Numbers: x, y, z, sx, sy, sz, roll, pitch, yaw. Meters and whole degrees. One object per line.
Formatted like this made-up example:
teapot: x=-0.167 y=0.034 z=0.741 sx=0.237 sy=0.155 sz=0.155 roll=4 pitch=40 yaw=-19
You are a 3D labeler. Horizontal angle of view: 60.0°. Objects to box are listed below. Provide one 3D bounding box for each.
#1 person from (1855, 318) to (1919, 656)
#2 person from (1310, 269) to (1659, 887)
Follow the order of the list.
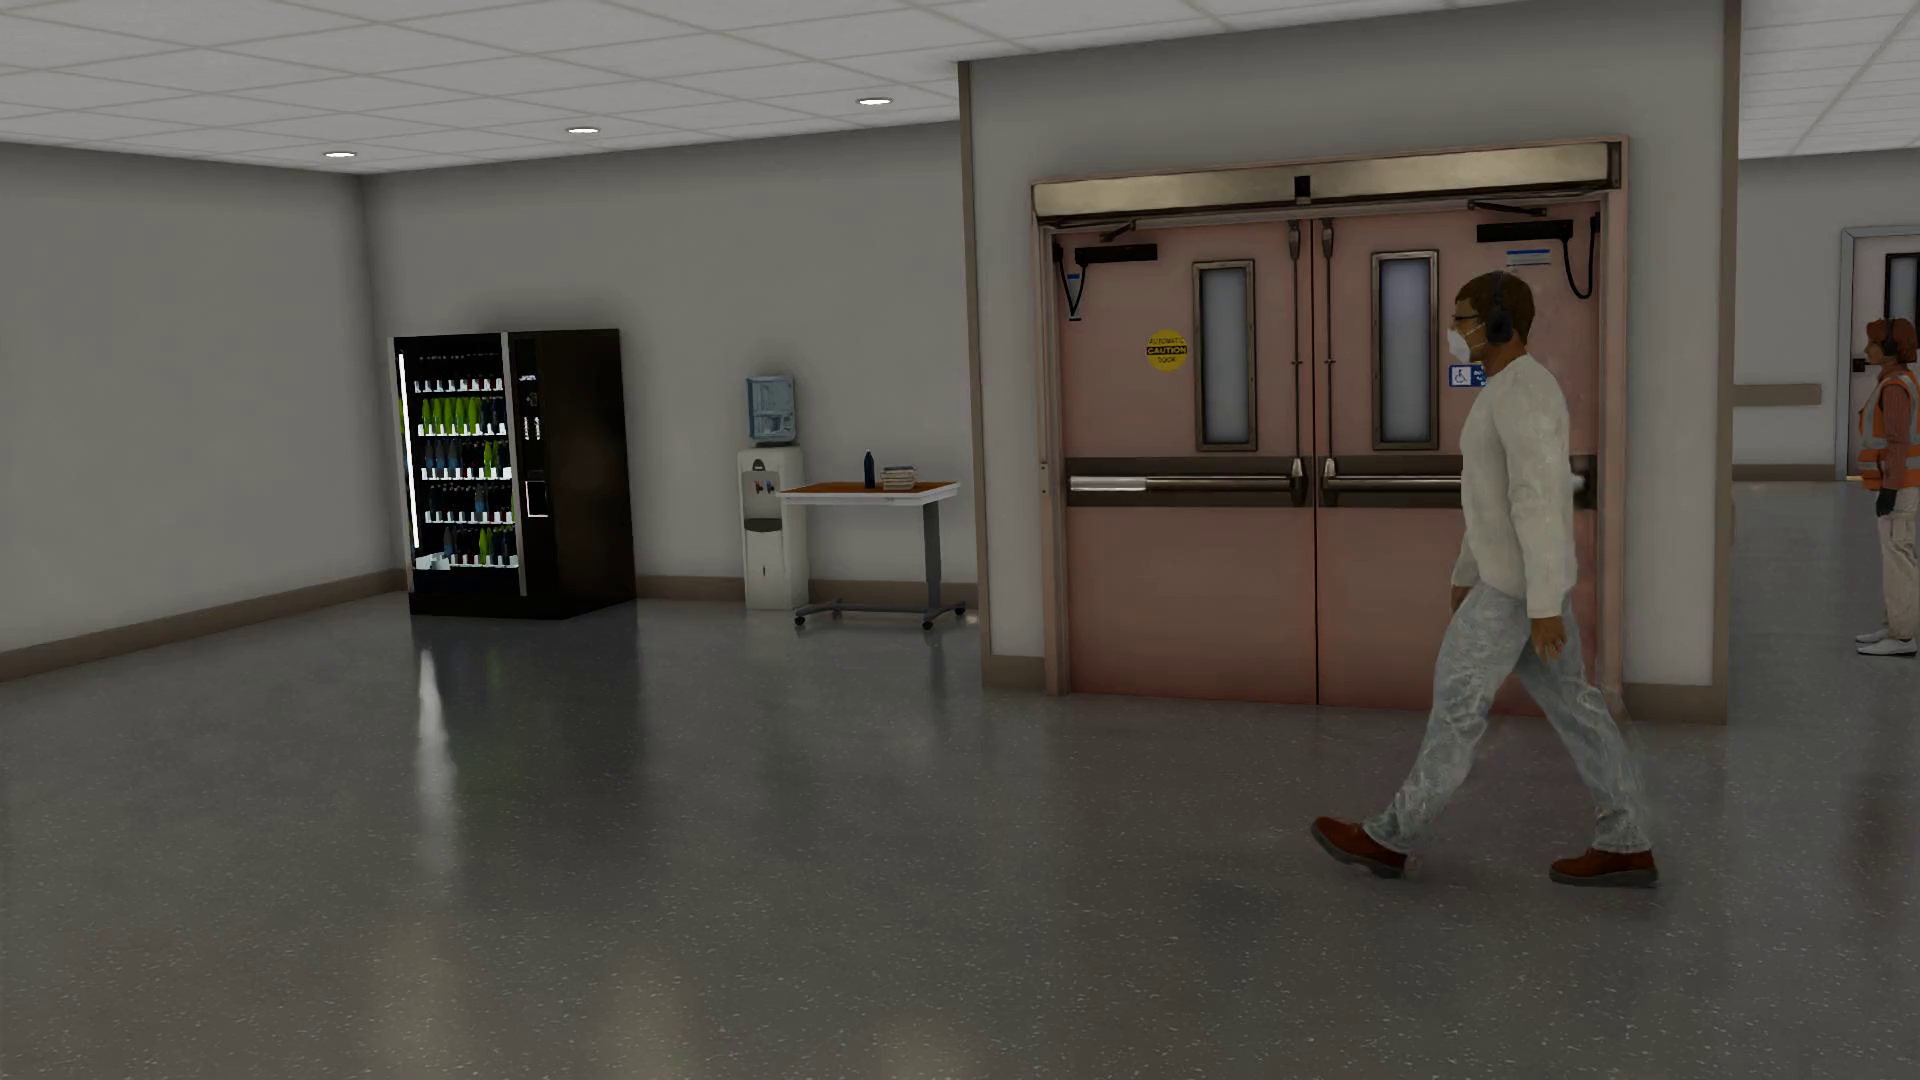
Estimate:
person: x=4.526 y=-0.256 z=8.081 sx=0.314 sy=1.640 sz=0.516 roll=2 pitch=9 yaw=30
person: x=1.630 y=0.131 z=5.068 sx=1.060 sy=1.882 sz=0.650 roll=0 pitch=8 yaw=19
